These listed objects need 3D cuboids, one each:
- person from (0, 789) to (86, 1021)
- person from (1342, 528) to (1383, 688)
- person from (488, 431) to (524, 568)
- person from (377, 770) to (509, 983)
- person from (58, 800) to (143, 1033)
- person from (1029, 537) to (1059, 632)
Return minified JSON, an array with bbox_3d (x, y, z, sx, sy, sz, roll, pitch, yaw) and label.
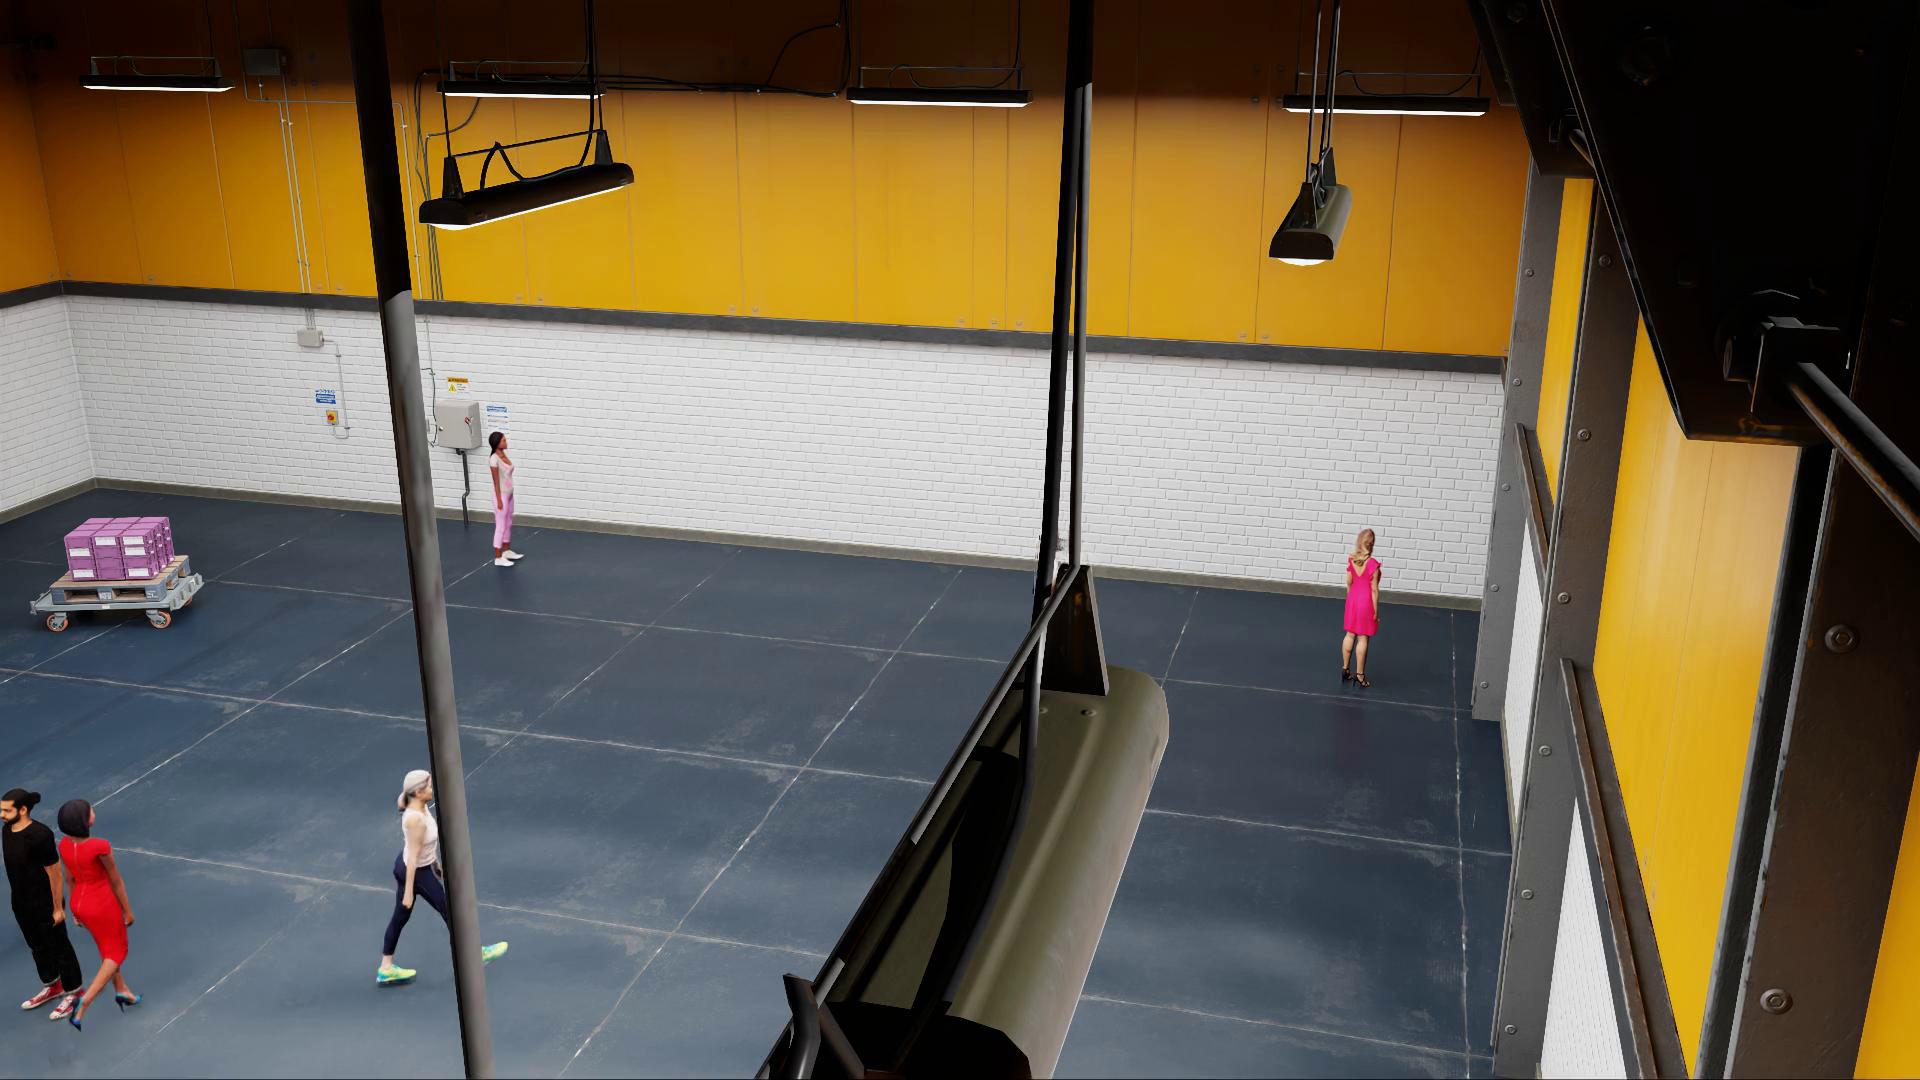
[{"bbox_3d":[-6.567,2.565,11.861,0.664,1.757,0.590,8,20,24],"label":"person"},{"bbox_3d":[4.201,0.694,17.459,0.712,1.728,0.662,-12,22,-32],"label":"person"},{"bbox_3d":[-5.802,-0.534,21.092,0.646,1.738,0.494,3,19,7],"label":"person"},{"bbox_3d":[-4.078,2.507,12.196,1.116,1.652,1.180,-6,20,-17],"label":"person"},{"bbox_3d":[-6.082,2.653,11.649,0.580,1.725,0.917,5,19,15],"label":"person"},{"bbox_3d":[0.993,0.753,17.250,0.968,1.750,0.972,1,19,4],"label":"person"}]
